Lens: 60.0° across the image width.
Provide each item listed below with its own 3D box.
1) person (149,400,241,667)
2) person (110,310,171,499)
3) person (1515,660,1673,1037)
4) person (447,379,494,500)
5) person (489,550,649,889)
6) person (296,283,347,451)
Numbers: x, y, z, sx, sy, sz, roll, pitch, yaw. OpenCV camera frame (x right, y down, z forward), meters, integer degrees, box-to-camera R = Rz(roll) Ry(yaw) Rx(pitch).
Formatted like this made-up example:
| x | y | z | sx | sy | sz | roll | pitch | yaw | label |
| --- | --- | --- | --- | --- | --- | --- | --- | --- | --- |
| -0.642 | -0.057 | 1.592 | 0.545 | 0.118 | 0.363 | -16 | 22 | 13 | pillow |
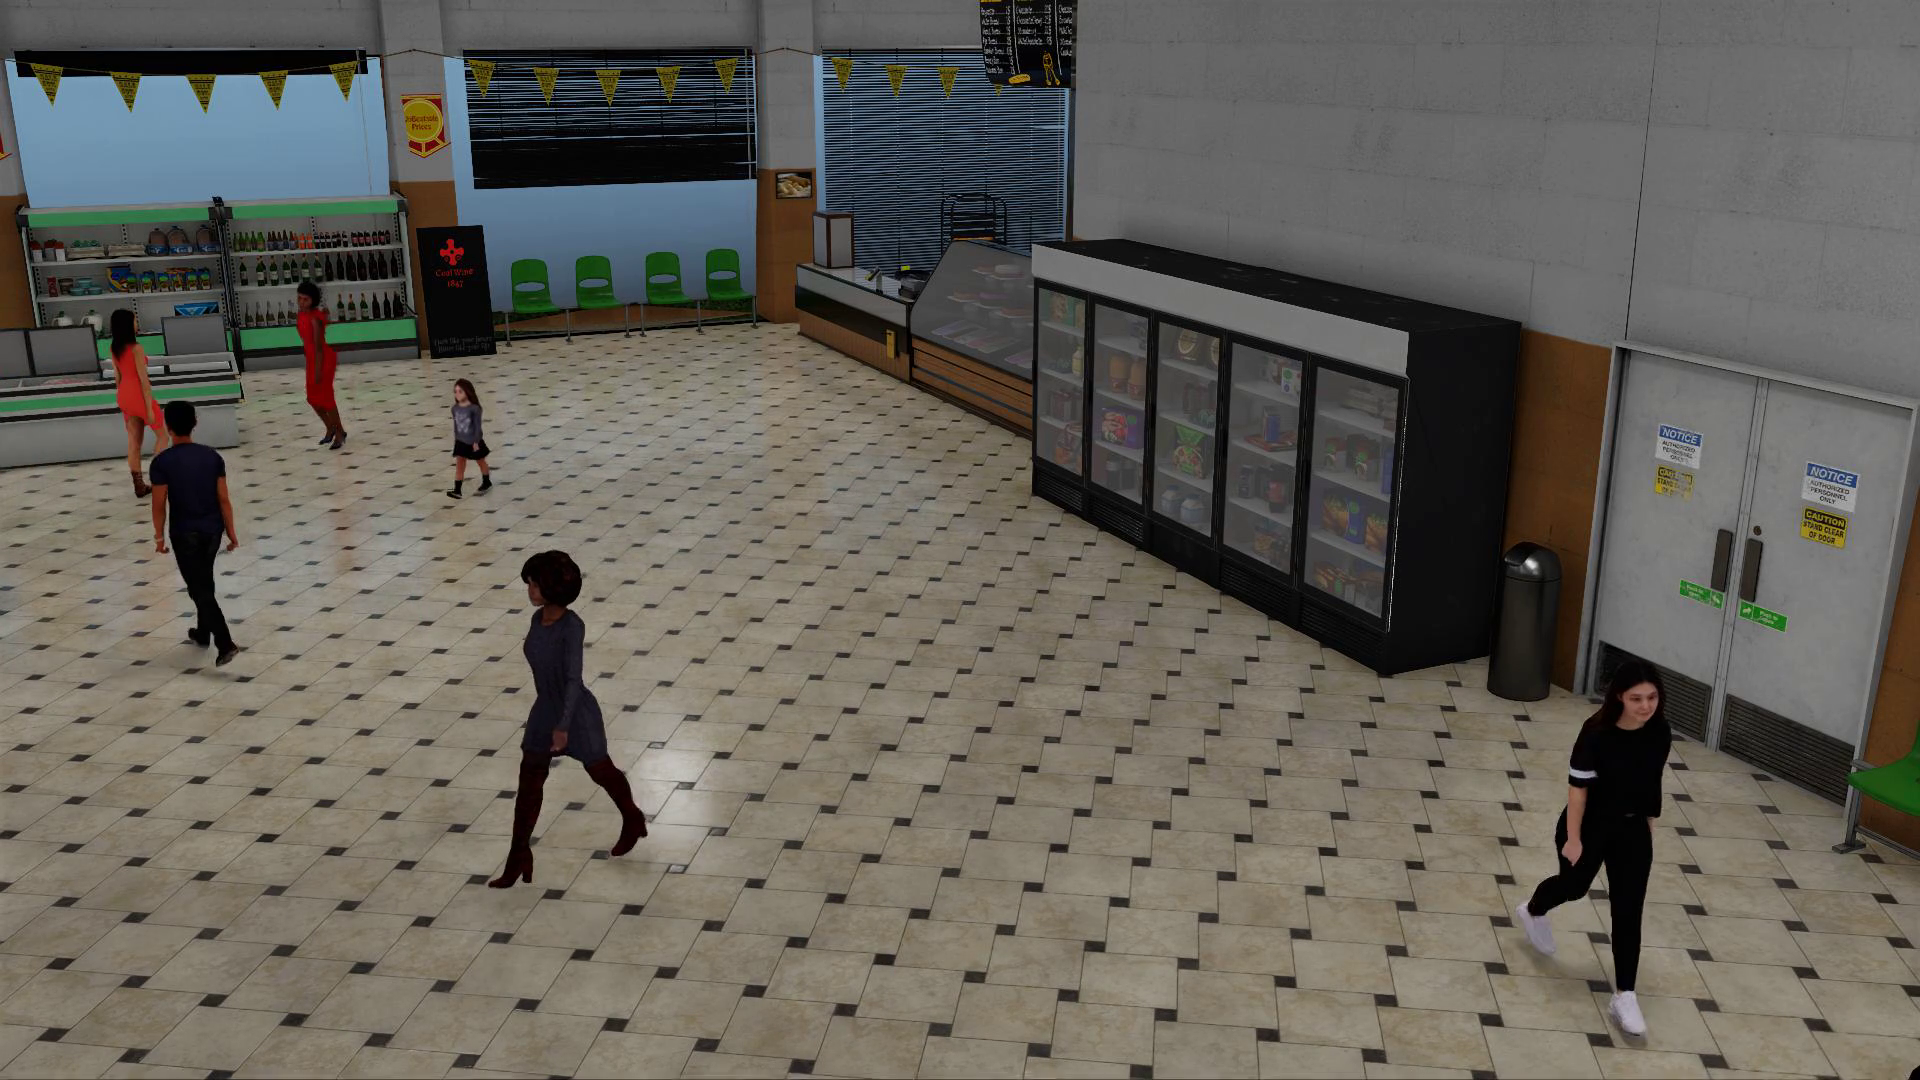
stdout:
| x | y | z | sx | sy | sz | roll | pitch | yaw | label |
| --- | --- | --- | --- | --- | --- | --- | --- | --- | --- |
| -5.030 | -0.007 | 11.020 | 1.002 | 1.756 | 1.187 | 15 | 22 | 40 | person |
| -7.523 | -1.214 | 15.081 | 0.763 | 1.705 | 0.820 | 7 | 18 | 22 | person |
| 2.745 | 1.234 | 7.205 | 1.128 | 1.597 | 0.865 | -4 | 17 | -14 | person |
| -4.454 | -0.932 | 15.235 | 0.771 | 1.077 | 0.802 | 5 | 18 | 15 | person |
| -1.870 | 0.884 | 8.238 | 0.888 | 1.668 | 1.169 | 14 | 22 | 39 | person |
| -6.429 | -1.746 | 16.816 | 0.740 | 1.715 | 0.711 | -11 | 20 | -32 | person |
